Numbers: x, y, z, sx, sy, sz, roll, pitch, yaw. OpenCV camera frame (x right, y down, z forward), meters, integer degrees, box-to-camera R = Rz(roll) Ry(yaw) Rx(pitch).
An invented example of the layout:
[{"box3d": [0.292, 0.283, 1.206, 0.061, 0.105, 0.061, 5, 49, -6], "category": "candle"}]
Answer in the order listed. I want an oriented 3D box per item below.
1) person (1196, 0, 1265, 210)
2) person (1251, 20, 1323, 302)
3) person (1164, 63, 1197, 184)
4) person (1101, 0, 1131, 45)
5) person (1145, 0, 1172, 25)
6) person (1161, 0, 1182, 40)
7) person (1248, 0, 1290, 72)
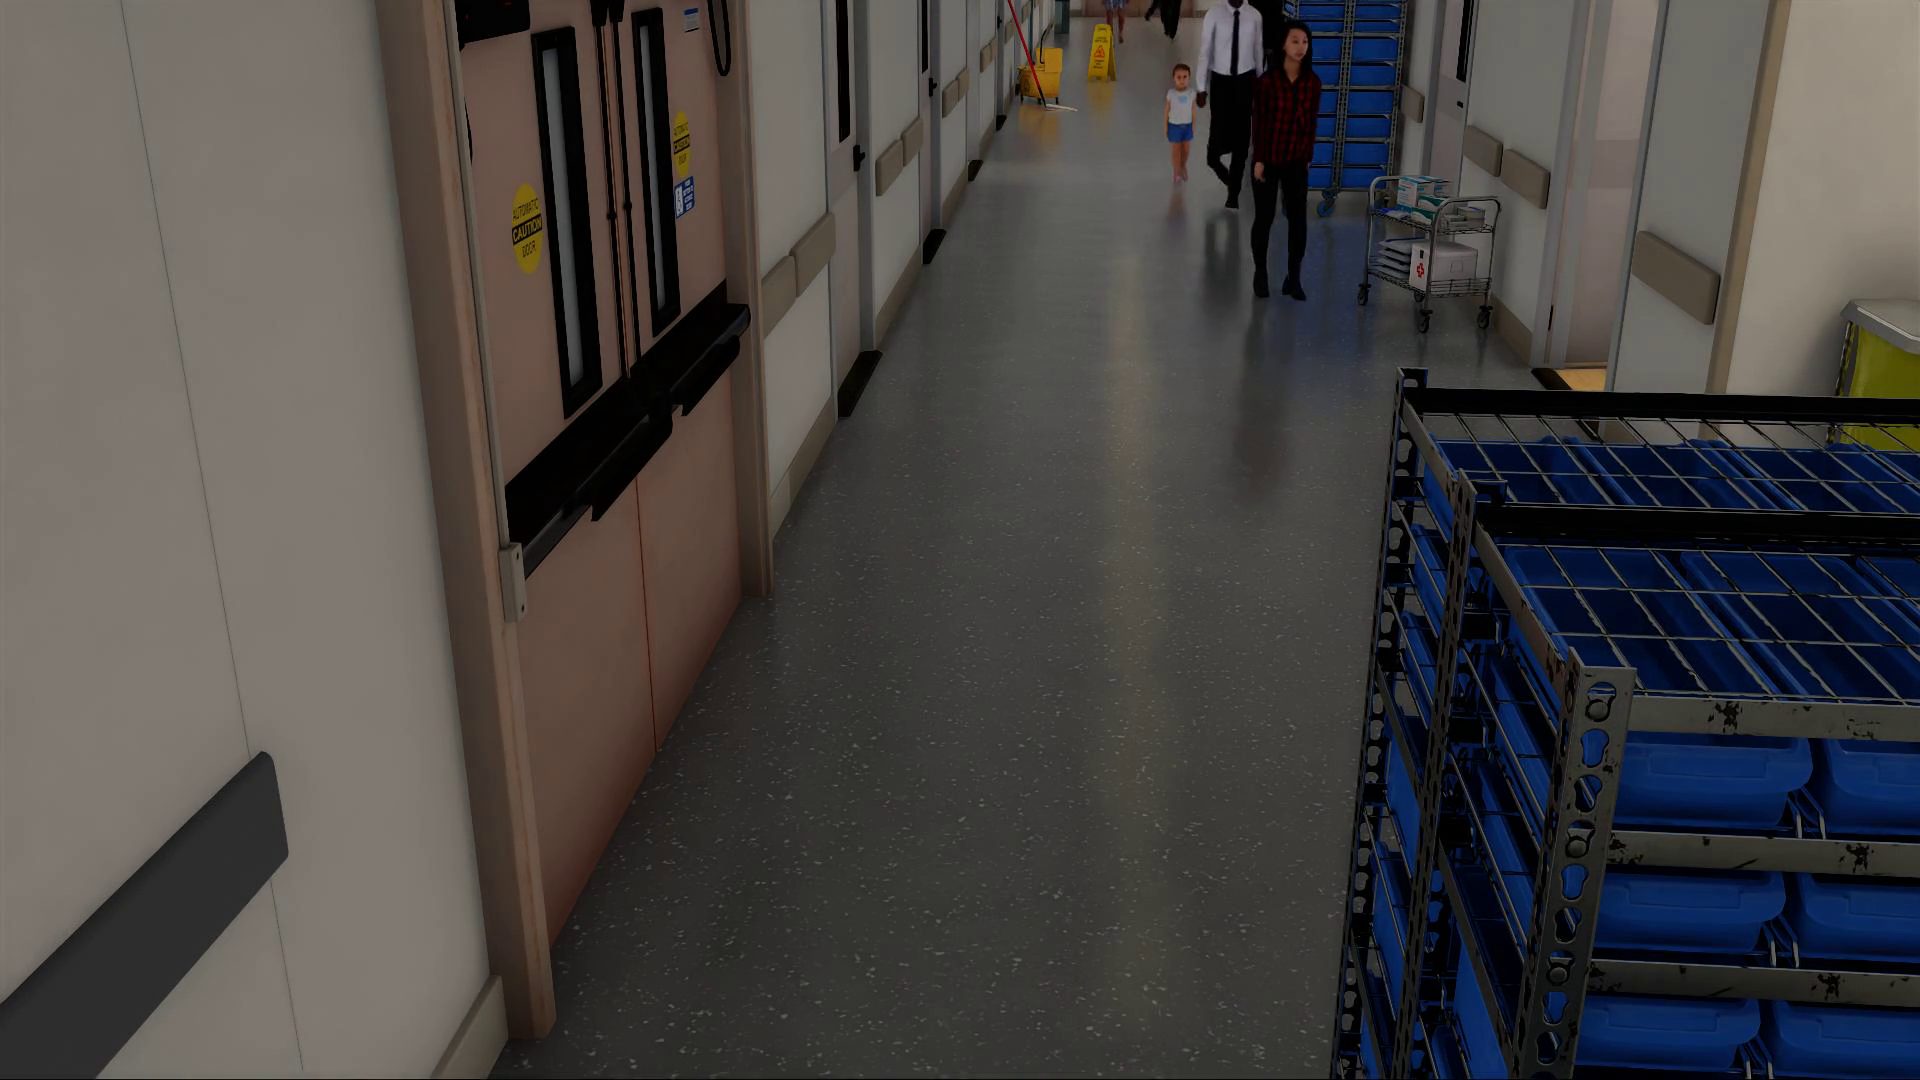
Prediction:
[{"box3d": [2.153, -3.573, 13.244, 0.732, 1.792, 1.189, 0, 21, 0], "category": "person"}, {"box3d": [1.890, -2.290, 10.072, 0.698, 1.640, 0.795, -3, 21, -8], "category": "person"}, {"box3d": [1.913, -3.625, 14.480, 0.428, 1.013, 0.440, 0, 21, 1], "category": "person"}, {"box3d": [2.709, -9.457, 28.881, 0.688, 1.719, 0.735, -1, 21, -3], "category": "person"}, {"box3d": [4.068, -11.484, 34.137, 1.079, 1.747, 1.319, -9, 22, -22], "category": "person"}, {"box3d": [3.898, -9.984, 30.377, 0.593, 1.645, 0.805, 1, 21, 2], "category": "person"}, {"box3d": [3.490, -5.648, 18.838, 0.670, 1.710, 0.908, 3, 21, 7], "category": "person"}]
